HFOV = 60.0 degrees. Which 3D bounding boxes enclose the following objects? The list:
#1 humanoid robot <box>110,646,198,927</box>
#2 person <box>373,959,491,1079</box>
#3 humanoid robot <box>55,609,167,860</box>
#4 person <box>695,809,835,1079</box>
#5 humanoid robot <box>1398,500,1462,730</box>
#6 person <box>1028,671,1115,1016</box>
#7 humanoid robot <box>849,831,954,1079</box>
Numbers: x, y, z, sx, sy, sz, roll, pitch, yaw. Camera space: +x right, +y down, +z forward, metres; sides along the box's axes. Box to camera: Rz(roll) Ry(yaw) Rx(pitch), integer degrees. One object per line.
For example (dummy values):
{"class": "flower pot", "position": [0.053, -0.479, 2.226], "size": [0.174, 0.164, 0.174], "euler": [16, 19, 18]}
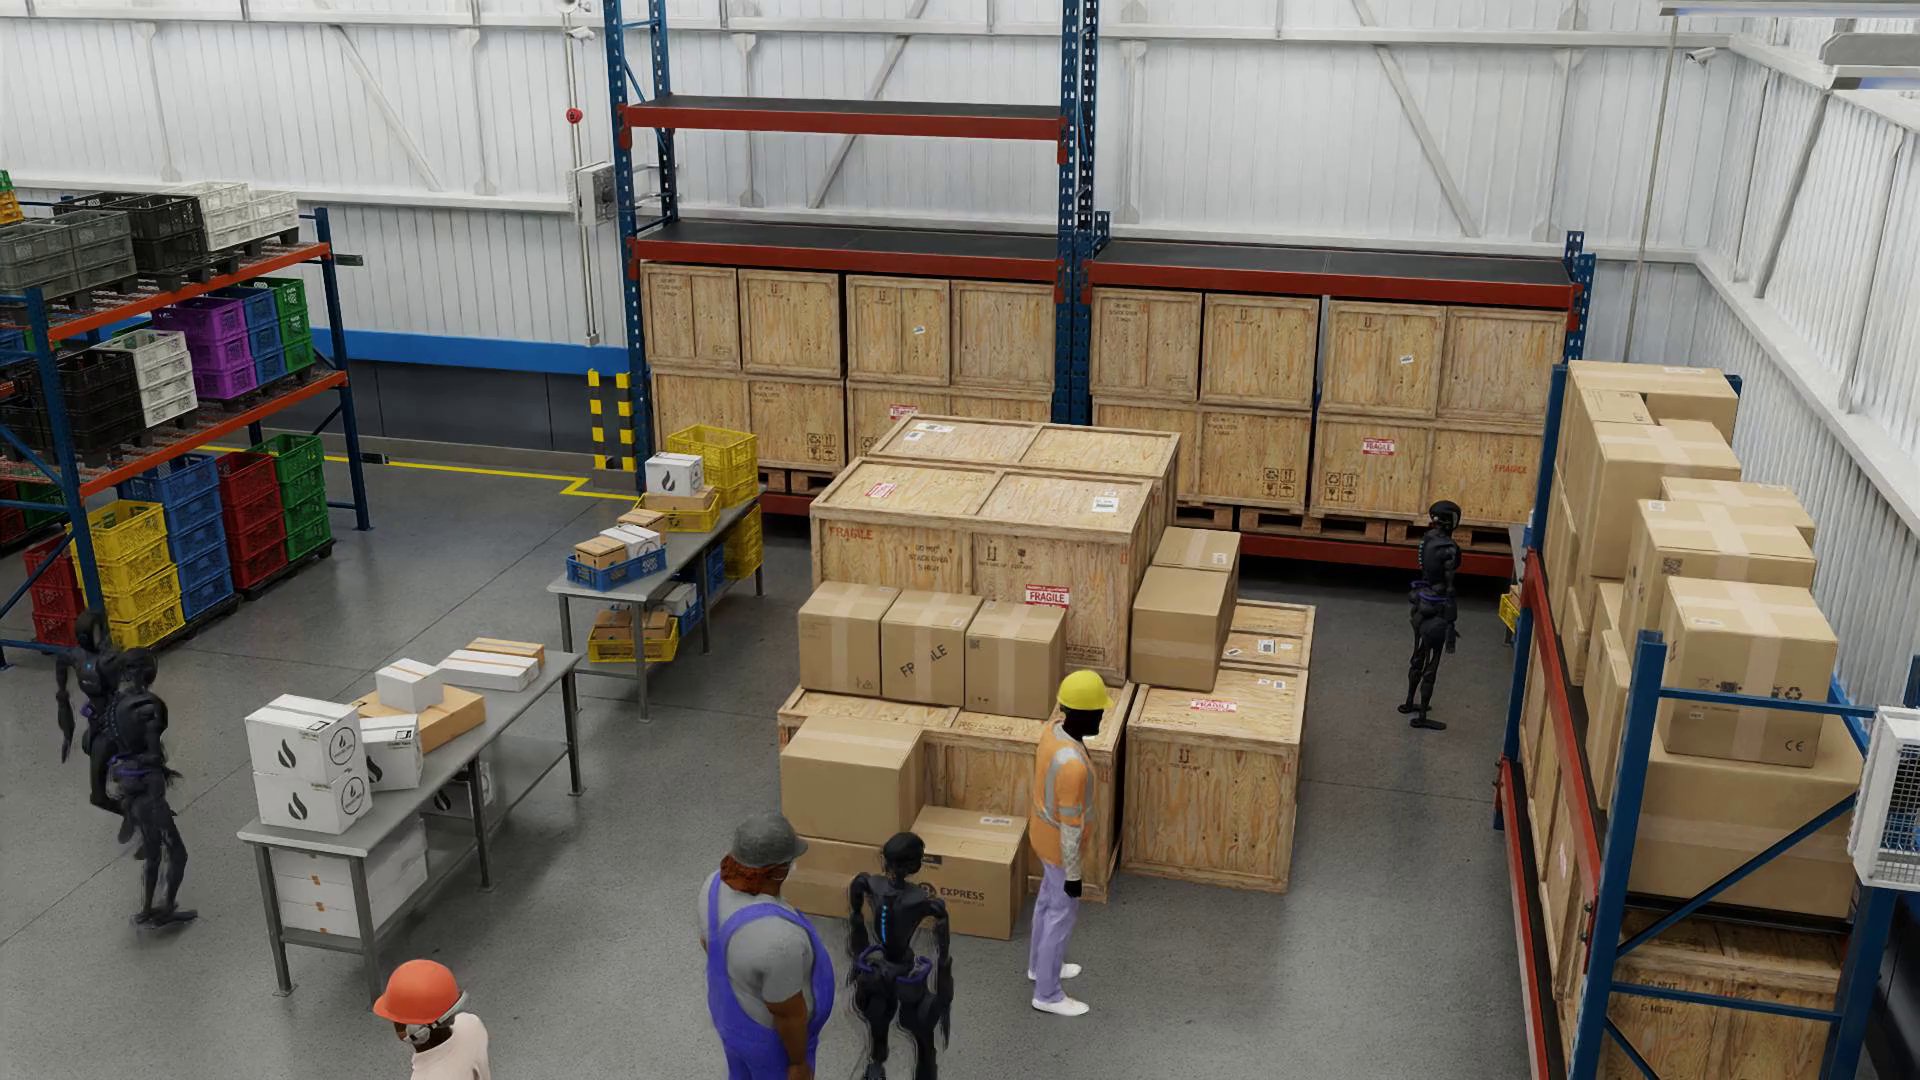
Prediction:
{"class": "humanoid robot", "position": [-4.599, 1.398, 9.448], "size": [0.494, 1.631, 0.637], "euler": [-17, 27, -38]}
{"class": "person", "position": [-1.911, 2.438, 6.251], "size": [0.379, 1.993, 0.621], "euler": [0, 21, -1]}
{"class": "humanoid robot", "position": [-5.110, 1.167, 10.010], "size": [0.637, 1.653, 0.366], "euler": [1, 21, 2]}
{"class": "person", "position": [-0.798, 2.056, 7.188], "size": [0.537, 2.000, 0.687], "euler": [-14, 25, -33]}
{"class": "humanoid robot", "position": [3.353, 0.506, 11.729], "size": [0.327, 1.657, 0.589], "euler": [-2, 21, -4]}
{"class": "person", "position": [0.572, 1.563, 8.658], "size": [0.421, 1.914, 0.588], "euler": [-2, 21, -6]}
{"class": "humanoid robot", "position": [-0.305, 2.062, 7.685], "size": [0.606, 1.640, 0.577], "euler": [9, 23, 23]}
